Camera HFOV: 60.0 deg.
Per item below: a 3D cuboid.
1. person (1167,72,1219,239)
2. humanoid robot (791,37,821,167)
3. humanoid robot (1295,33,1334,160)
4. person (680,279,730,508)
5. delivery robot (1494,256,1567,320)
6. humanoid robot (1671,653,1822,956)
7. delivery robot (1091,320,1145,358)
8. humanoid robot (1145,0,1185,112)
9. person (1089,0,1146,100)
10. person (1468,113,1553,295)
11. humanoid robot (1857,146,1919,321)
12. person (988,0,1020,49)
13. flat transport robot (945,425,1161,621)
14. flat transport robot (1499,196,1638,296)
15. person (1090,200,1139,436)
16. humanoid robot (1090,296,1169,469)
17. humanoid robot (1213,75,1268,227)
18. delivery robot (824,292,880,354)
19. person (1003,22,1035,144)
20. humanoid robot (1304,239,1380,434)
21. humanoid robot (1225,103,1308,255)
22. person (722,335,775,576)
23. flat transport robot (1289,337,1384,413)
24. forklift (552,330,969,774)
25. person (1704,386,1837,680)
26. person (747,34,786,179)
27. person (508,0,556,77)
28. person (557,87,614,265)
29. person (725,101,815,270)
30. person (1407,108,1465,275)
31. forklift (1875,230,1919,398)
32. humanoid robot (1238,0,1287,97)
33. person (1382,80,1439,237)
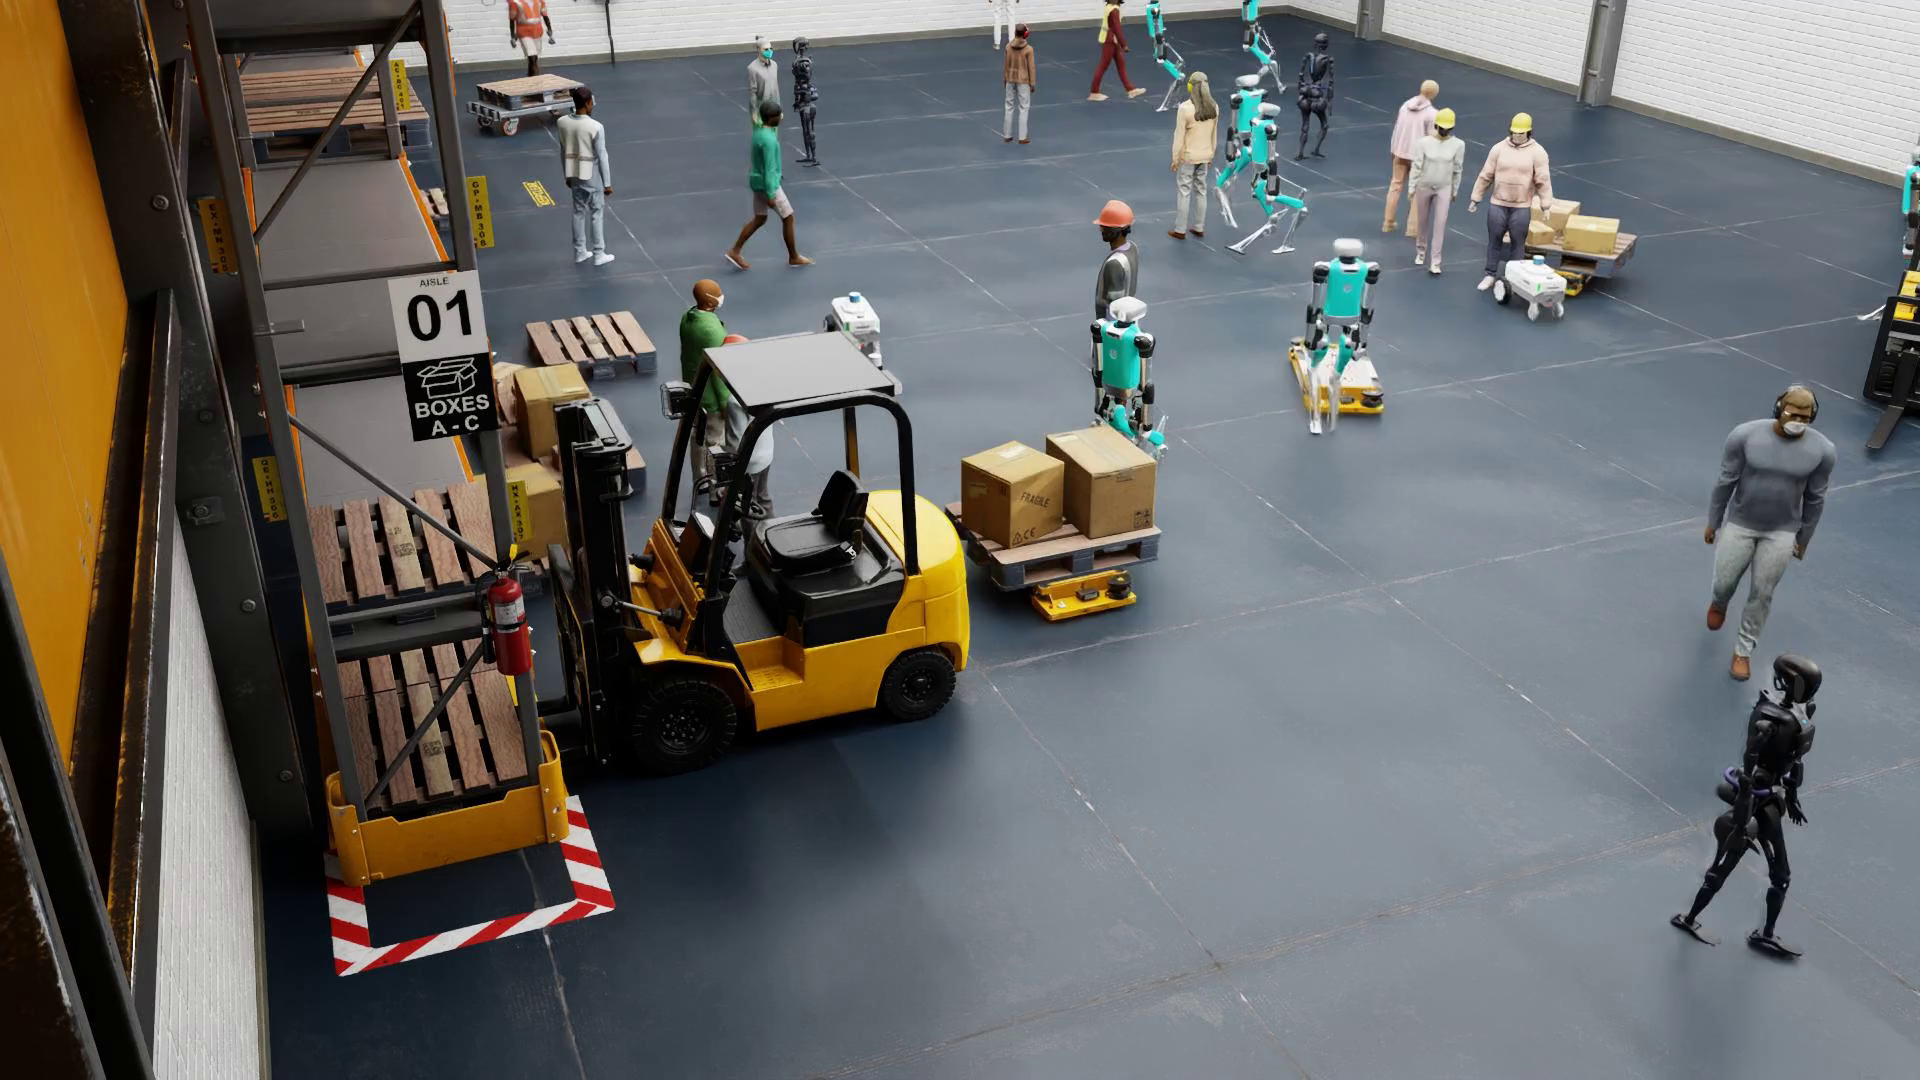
[{"bbox_3d":[2.665,-4.346,18.863,0.565,1.867,0.405,-13,30,-25],"label":"person"},{"bbox_3d":[-2.043,-5.771,21.883,0.315,1.657,0.599,-9,28,-18],"label":"humanoid robot"},{"bbox_3d":[4.725,-5.912,22.187,0.430,1.646,0.599,-21,34,-36],"label":"humanoid robot"},{"bbox_3d":[-1.881,-1.097,12.501,0.384,1.779,0.547,-17,31,-30],"label":"person"},{"bbox_3d":[5.791,-2.576,16.778,0.499,0.581,0.778,-5,27,-10],"label":"delivery robot"},{"bbox_3d":[3.836,1.285,7.880,0.588,1.635,0.656,-21,33,-35],"label":"humanoid robot"},{"bbox_3d":[1.494,-2.022,15.711,0.499,0.612,0.801,1,27,3],"label":"delivery robot"},{"bbox_3d":[3.165,-7.260,24.808,0.878,1.780,0.582,-1,27,-2],"label":"humanoid robot"},{"bbox_3d":[2.431,-7.607,25.493,0.906,1.721,0.464,3,27,6],"label":"person"},{"bbox_3d":[5.684,-3.477,17.138,0.809,1.858,0.438,14,30,25],"label":"person"},{"bbox_3d":[9.406,-2.905,16.169,0.881,1.785,0.567,13,29,24],"label":"humanoid robot"},{"bbox_3d":[0.783,-9.641,29.367,0.582,1.883,0.338,0,27,-1],"label":"person"},{"bbox_3d":[0.624,0.129,11.731,0.659,0.231,1.431,-11,29,-21],"label":"flat transport robot"},{"bbox_3d":[6.459,-2.923,17.801,0.659,0.231,1.431,16,31,29],"label":"flat transport robot"},{"bbox_3d":[1.232,-1.741,13.478,0.367,2.044,0.607,7,28,14],"label":"person"},{"bbox_3d":[1.317,-1.004,12.206,0.533,1.672,0.735,23,35,38],"label":"humanoid robot"},{"bbox_3d":[3.167,-4.571,19.540,0.534,1.832,0.826,-17,32,-31],"label":"humanoid robot"},{"bbox_3d":[-0.992,-2.049,15.742,0.499,0.592,0.792,-7,27,-13],"label":"delivery robot"},{"bbox_3d":[0.812,-6.309,23.004,0.474,1.641,0.333,12,29,22],"label":"person"},{"bbox_3d":[3.064,-1.651,13.722,0.537,1.840,0.770,0,27,0],"label":"humanoid robot"},{"bbox_3d":[3.423,-3.870,18.045,1.005,1.739,0.547,-7,27,-13],"label":"humanoid robot"},{"bbox_3d":[-1.481,-0.584,11.509,0.352,1.742,0.572,7,28,14],"label":"person"},{"bbox_3d":[3.364,-1.478,14.926,0.659,0.231,1.431,2,27,3],"label":"flat transport robot"},{"bbox_3d":[-1.094,0.010,9.831,2.313,2.155,1.214,-10,28,-20],"label":"forklift"},{"bbox_3d":[4.984,-0.096,10.340,0.642,1.918,0.598,11,29,20],"label":"person"},{"bbox_3d":[-2.475,-5.491,21.165,0.343,1.838,0.511,21,33,35],"label":"person"},{"bbox_3d":[-6.557,-7.794,25.649,0.632,1.915,0.971,-23,35,-38],"label":"person"},{"bbox_3d":[-4.036,-3.915,17.959,0.597,1.906,0.408,12,29,22],"label":"person"},{"bbox_3d":[-2.097,-3.786,17.815,0.939,1.805,0.506,-10,28,-20],"label":"person"},{"bbox_3d":[5.059,-3.722,17.760,0.536,1.735,0.760,7,28,14],"label":"person"},{"bbox_3d":[9.029,-2.397,14.618,1.214,2.155,2.313,18,32,32],"label":"forklift"},{"bbox_3d":[4.787,-7.767,25.844,0.911,1.792,0.549,12,29,22],"label":"humanoid robot"},{"bbox_3d":[5.146,-4.346,18.974,0.413,1.760,0.586,-22,34,-36],"label":"person"}]
